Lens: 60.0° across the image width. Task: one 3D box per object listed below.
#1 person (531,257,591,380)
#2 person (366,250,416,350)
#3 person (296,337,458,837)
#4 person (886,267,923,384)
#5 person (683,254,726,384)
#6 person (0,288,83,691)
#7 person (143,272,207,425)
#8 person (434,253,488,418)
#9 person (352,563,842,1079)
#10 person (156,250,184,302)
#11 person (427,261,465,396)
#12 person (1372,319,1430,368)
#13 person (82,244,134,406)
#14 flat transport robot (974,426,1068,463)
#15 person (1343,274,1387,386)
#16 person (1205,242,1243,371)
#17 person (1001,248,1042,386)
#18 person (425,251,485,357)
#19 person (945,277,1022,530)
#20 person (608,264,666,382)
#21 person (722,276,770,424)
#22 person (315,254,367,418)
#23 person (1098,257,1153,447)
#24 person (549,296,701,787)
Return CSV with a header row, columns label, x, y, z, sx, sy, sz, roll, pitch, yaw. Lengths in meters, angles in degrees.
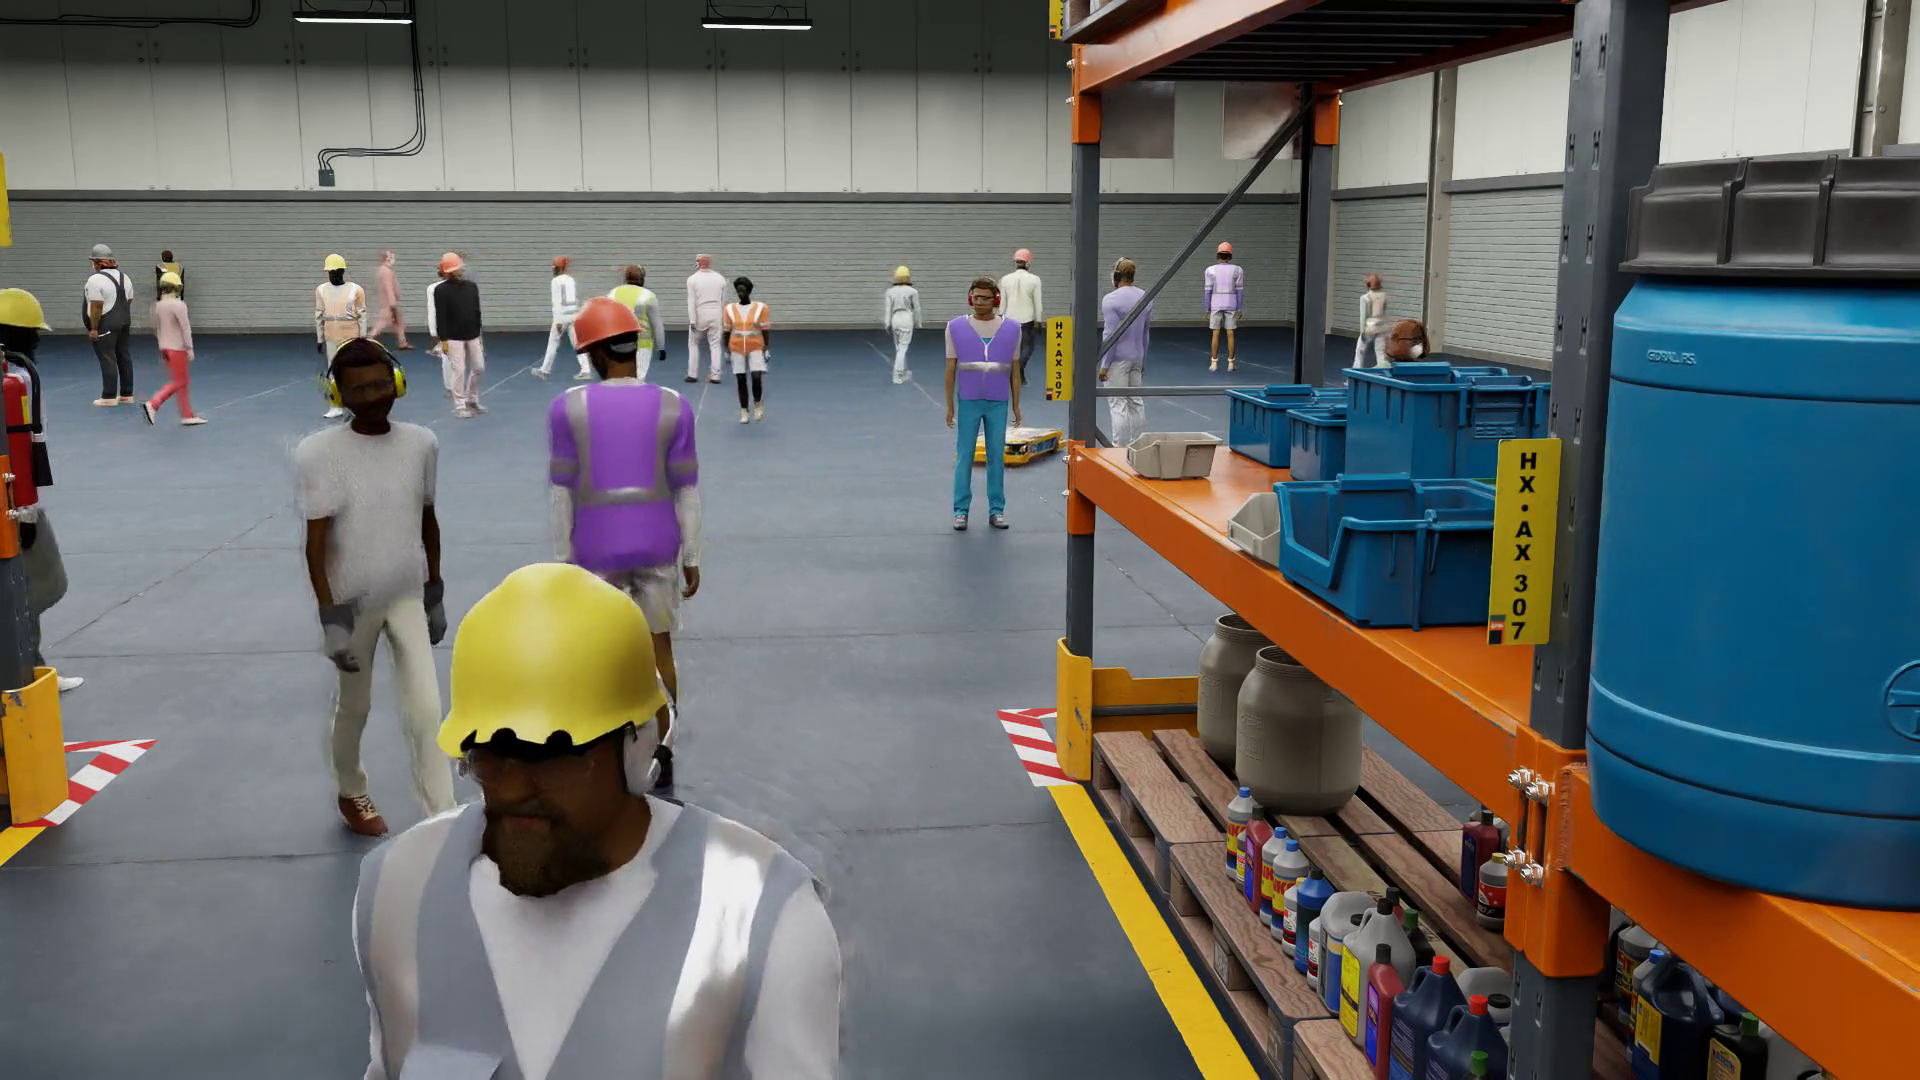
label,x,y,z,sx,sy,sz,roll,pitch,yaw
person,-5.936,-3.288,24.772,1.012,1.827,0.597,4,11,20
person,-10.775,-4.501,31.277,0.883,1.877,0.646,-3,11,-18
person,-1.966,0.216,5.658,0.524,1.813,0.999,-9,13,-39
person,-0.839,-3.148,24.380,0.492,1.697,0.894,5,11,24
person,-3.762,-3.232,24.352,0.642,1.878,0.799,-7,12,-33
person,-4.343,-0.180,7.539,0.580,1.904,0.567,7,12,34
person,-8.866,-2.131,18.651,0.541,1.740,0.679,7,13,35
person,-5.918,-2.412,19.657,0.531,1.947,0.698,8,13,36
person,-0.414,0.891,1.987,0.606,1.792,0.915,1,10,5
person,-16.932,-5.276,35.642,0.429,1.842,0.633,6,12,31
person,-6.744,-2.791,22.056,0.578,1.839,0.989,-2,11,-12
person,2.724,-0.543,10.266,0.507,1.632,0.279,-3,11,-17
person,-10.853,-2.727,21.123,0.538,2.000,0.684,2,11,10
flat transport robot,0.526,-0.940,16.180,0.652,0.197,1.431,4,11,21
person,5.804,-2.948,23.527,0.520,1.624,0.583,-5,12,-27
person,4.196,-3.708,26.493,0.608,2.044,0.370,1,10,7
person,0.848,-3.120,23.483,0.628,1.974,0.773,5,11,24
person,-8.988,-4.191,29.585,1.021,1.892,0.645,-5,11,-25
person,0.171,-0.995,12.172,0.564,1.841,0.389,-2,10,-8
person,-3.592,-2.191,18.799,0.660,1.813,0.794,4,11,23
person,-2.439,-2.151,18.929,0.547,1.679,0.395,0,10,2
person,-7.300,-2.395,19.614,0.594,1.926,0.366,0,10,1
person,1.524,-1.652,15.507,0.358,1.938,0.636,10,14,44
person,-1.248,0.048,6.267,0.562,1.915,0.580,-2,11,-11
